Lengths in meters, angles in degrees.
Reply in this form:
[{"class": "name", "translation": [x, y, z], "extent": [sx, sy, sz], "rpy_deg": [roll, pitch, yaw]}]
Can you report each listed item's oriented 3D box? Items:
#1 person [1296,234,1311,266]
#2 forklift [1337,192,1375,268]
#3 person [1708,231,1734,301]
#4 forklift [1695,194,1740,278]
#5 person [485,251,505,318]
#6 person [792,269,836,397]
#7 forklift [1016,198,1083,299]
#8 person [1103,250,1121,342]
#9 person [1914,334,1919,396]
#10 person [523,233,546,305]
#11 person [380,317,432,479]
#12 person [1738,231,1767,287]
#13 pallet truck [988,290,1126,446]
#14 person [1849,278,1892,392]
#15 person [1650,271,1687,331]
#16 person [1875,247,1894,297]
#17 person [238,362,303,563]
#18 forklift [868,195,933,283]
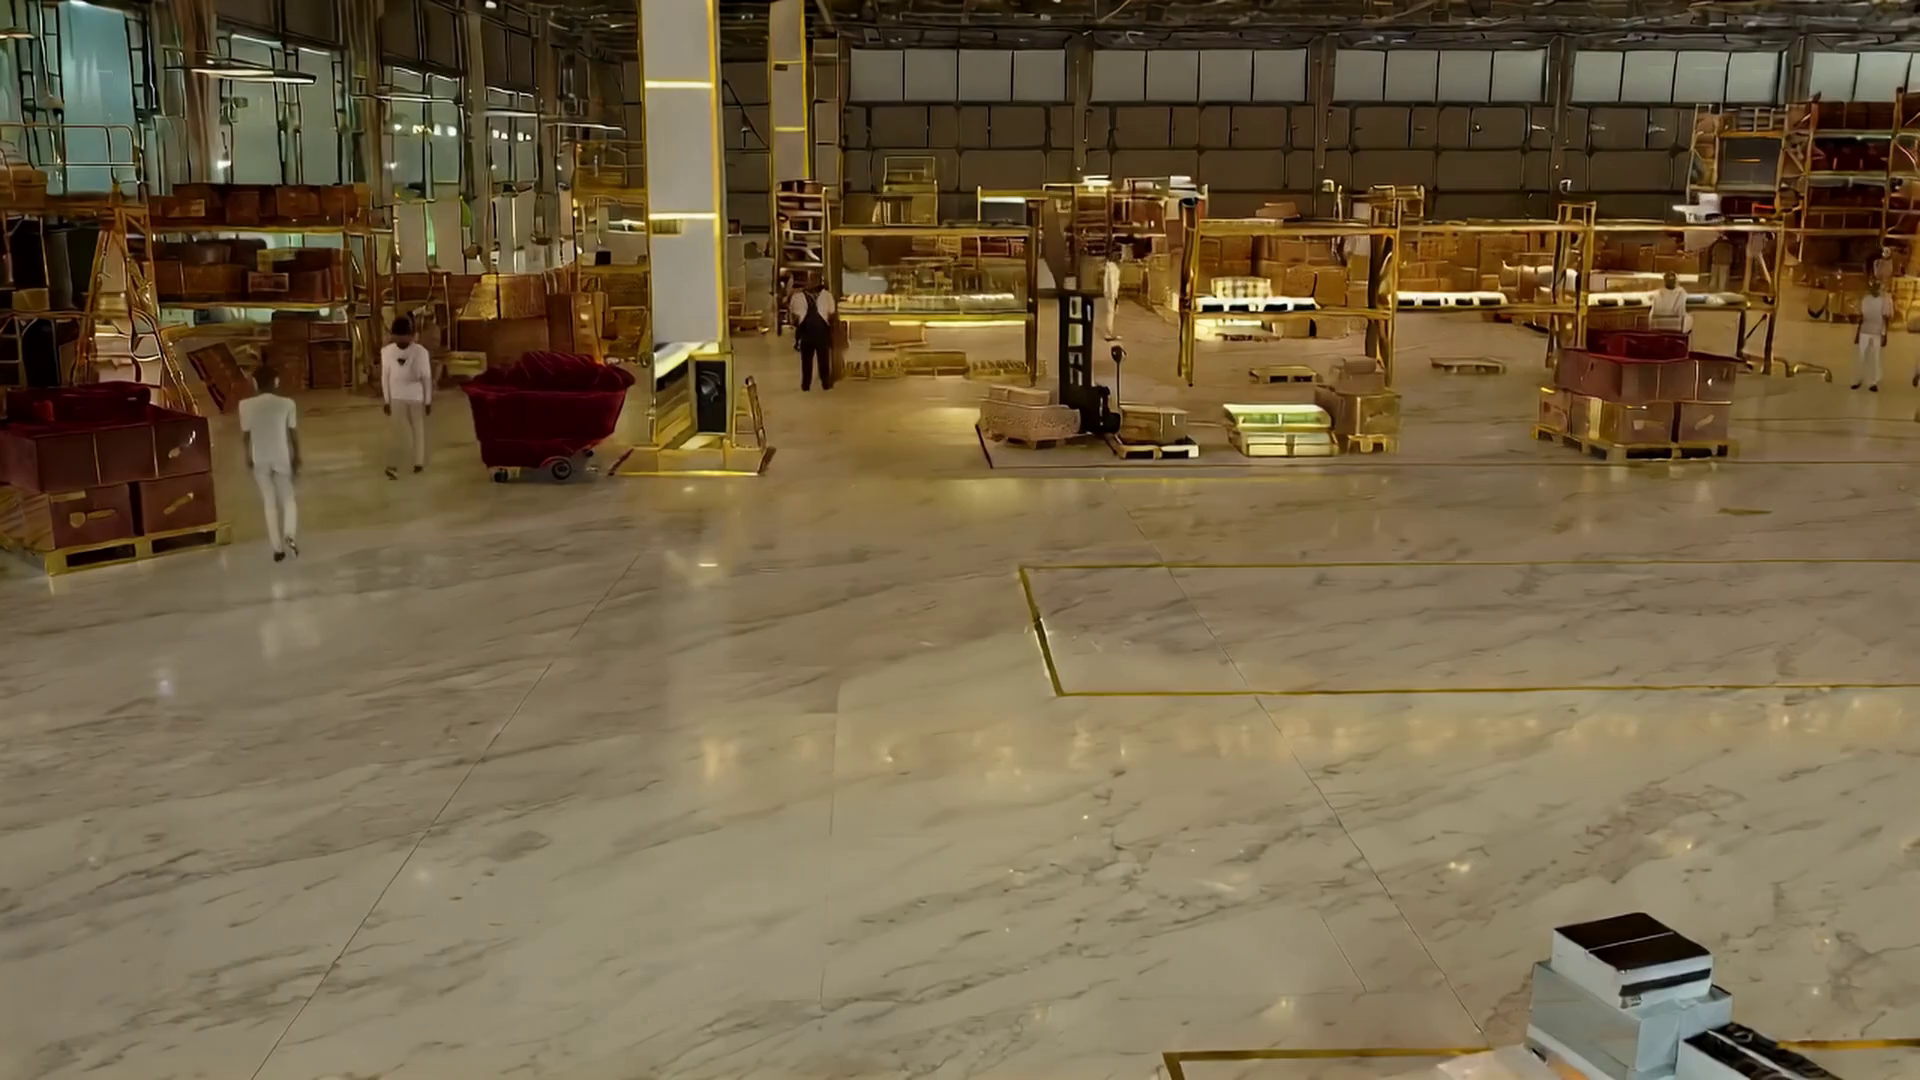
[{"class": "person", "translation": [9.812, -8.006, 48.129], "extent": [0.645, 1.883, 1.001], "rpy_deg": [1, 13, 6]}, {"class": "forklift", "translation": [14.646, -11.355, 60.989], "extent": [1.129, 2.768, 1.873], "rpy_deg": [0, 12, -2]}, {"class": "person", "translation": [21.104, -7.598, 46.168], "extent": [0.636, 1.938, 0.358], "rpy_deg": [8, 15, 33]}, {"class": "forklift", "translation": [25.061, -10.179, 55.679], "extent": [1.129, 2.768, 1.873], "rpy_deg": [-8, 15, -31]}, {"class": "person", "translation": [-11.467, -6.269, 40.875], "extent": [0.522, 1.631, 0.323], "rpy_deg": [11, 17, 41]}, {"class": "person", "translation": [-2.313, -3.311, 26.580], "extent": [0.698, 2.000, 0.535], "rpy_deg": [0, 12, 1]}, {"class": "forklift", "translation": [2.520, -8.201, 46.747], "extent": [1.873, 2.768, 1.129], "rpy_deg": [0, 12, -2]}, {"class": "person", "translation": [3.219, -5.157, 35.168], "extent": [0.377, 1.932, 0.629], "rpy_deg": [-1, 13, -3]}, {"class": "person", "translation": [12.907, -2.211, 21.931], "extent": [0.551, 1.917, 0.785], "rpy_deg": [5, 13, 22]}, {"class": "person", "translation": [-11.518, -7.342, 45.048], "extent": [0.594, 1.922, 0.385], "rpy_deg": [-5, 13, -21]}, {"class": "person", "translation": [-6.481, -1.644, 19.415], "extent": [0.604, 1.873, 1.003], "rpy_deg": [-1, 13, -3]}, {"class": "person", "translation": [24.884, -8.929, 52.138], "extent": [0.636, 1.952, 0.928], "rpy_deg": [-3, 13, -15]}, {"class": "pallet truck", "translation": [1.257, -2.299, 22.111], "extent": [1.885, 1.965, 0.823], "rpy_deg": [-9, 15, -35]}, {"class": "person", "translation": [14.926, -3.356, 27.211], "extent": [0.316, 1.859, 0.526], "rpy_deg": [-7, 14, -29]}, {"class": "person", "translation": [12.110, -3.660, 28.518], "extent": [0.574, 1.883, 0.355], "rpy_deg": [12, 17, 43]}, {"class": "person", "translation": [23.288, -6.554, 42.024], "extent": [0.543, 1.681, 0.627], "rpy_deg": [-2, 13, -11]}, {"class": "person", "translation": [-6.312, -0.701, 15.248], "extent": [0.511, 1.852, 0.377], "rpy_deg": [-5, 13, -20]}, {"class": "forklift", "translation": [-1.889, -9.729, 53.645], "extent": [1.873, 2.768, 1.129], "rpy_deg": [-7, 14, -28]}]
